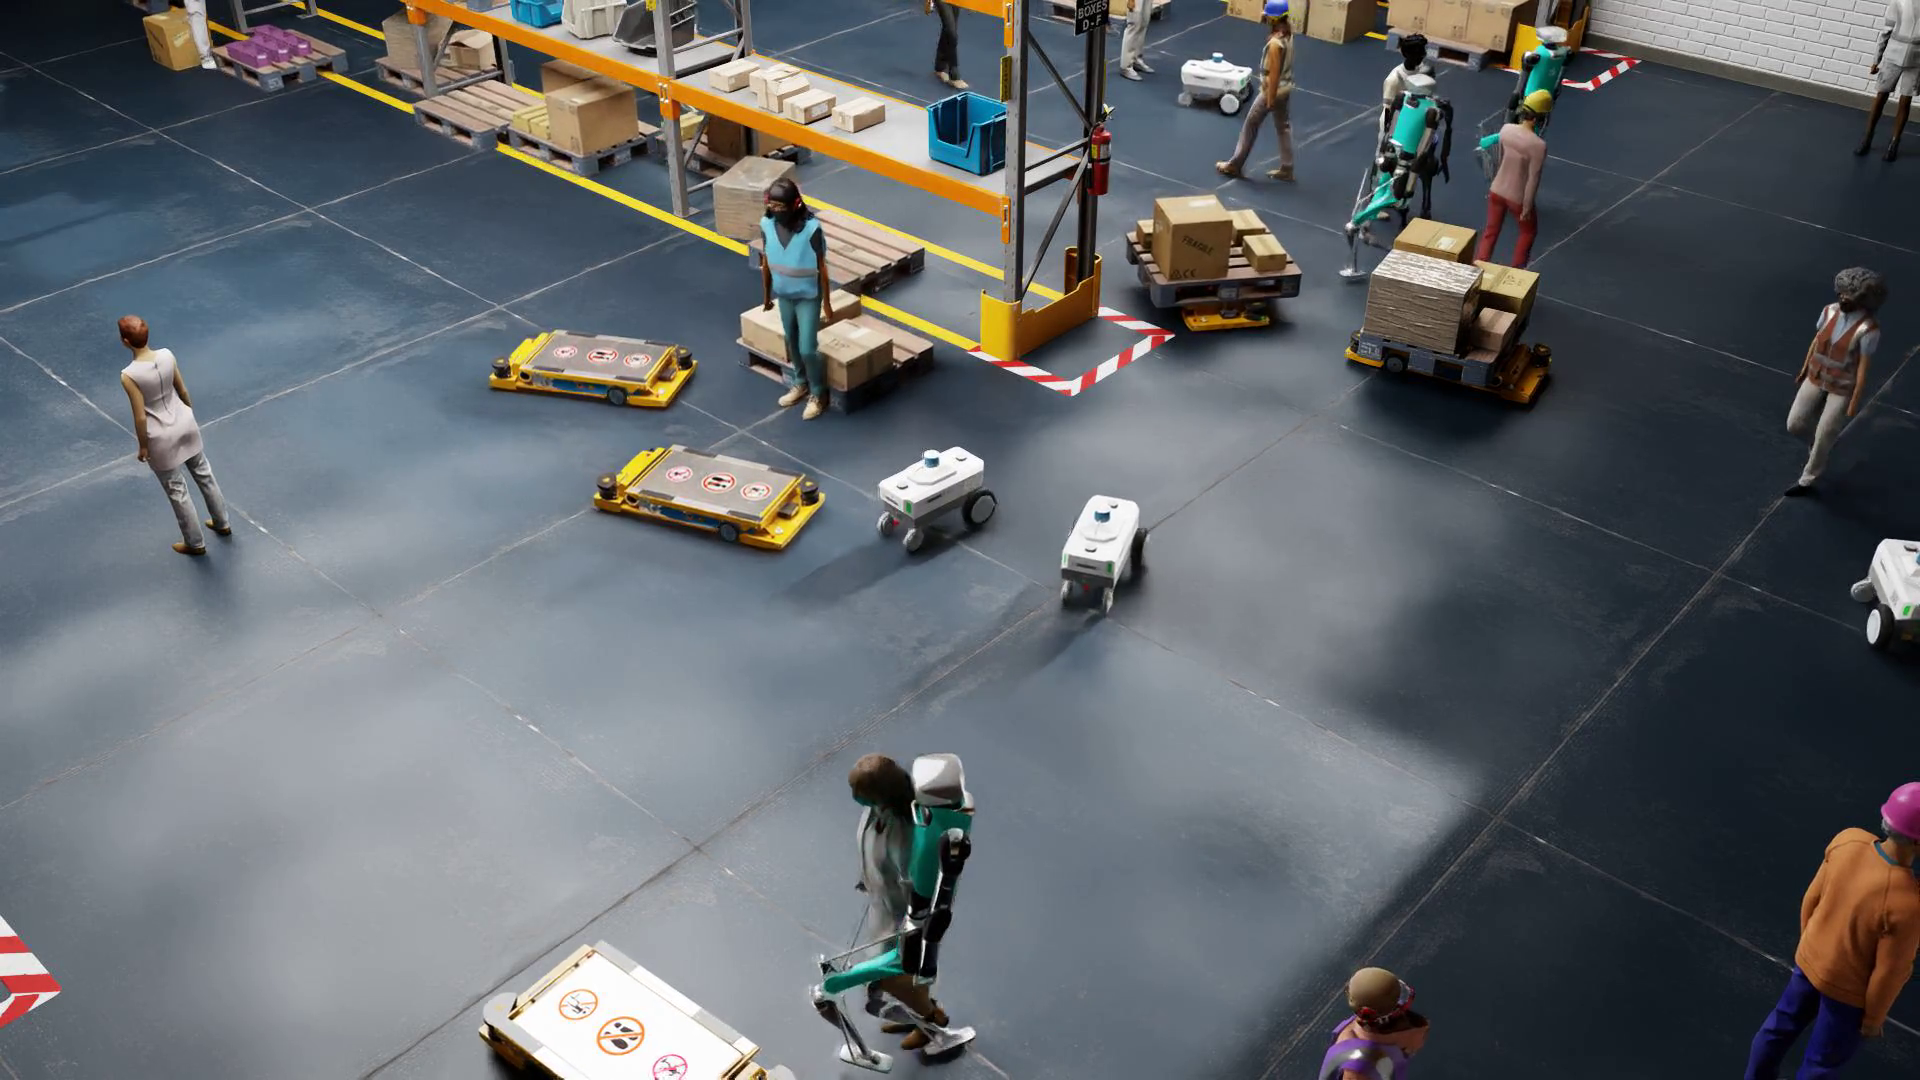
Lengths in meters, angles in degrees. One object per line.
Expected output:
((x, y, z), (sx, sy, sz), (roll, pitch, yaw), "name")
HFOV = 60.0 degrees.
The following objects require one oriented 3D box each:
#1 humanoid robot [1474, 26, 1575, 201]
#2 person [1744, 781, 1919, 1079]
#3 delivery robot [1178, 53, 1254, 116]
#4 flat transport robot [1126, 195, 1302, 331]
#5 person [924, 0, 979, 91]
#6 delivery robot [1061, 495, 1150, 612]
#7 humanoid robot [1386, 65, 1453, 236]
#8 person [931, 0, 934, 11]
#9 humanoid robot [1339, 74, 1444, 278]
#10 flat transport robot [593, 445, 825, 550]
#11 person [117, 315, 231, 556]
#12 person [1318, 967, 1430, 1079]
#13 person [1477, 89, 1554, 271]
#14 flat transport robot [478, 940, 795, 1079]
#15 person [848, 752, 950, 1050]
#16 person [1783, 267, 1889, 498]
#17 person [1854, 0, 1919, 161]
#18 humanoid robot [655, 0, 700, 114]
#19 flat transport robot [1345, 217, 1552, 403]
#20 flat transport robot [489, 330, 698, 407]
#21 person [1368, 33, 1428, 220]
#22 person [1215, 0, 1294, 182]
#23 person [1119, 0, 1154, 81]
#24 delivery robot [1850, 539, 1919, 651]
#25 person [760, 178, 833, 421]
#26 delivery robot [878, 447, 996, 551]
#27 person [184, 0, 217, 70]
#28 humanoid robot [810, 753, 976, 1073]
((5.004, -3.775, 15.080), (0.543, 1.879, 0.765), (-16, 38, -21), "humanoid robot")
((3.601, 1.752, 6.766), (0.391, 1.982, 0.505), (-7, 35, -10), "person")
((2.713, -4.828, 17.542), (0.762, 0.582, 0.499), (14, 37, 20), "delivery robot")
((2.058, -2.160, 13.939), (0.659, 0.231, 1.431), (-6, 35, -8), "flat transport robot")
((-0.037, -5.734, 17.752), (0.759, 1.816, 0.520), (29, 44, 35), "person")
((0.892, 0.037, 10.507), (0.499, 0.596, 0.787), (11, 36, 16), "delivery robot")
((3.943, -3.298, 14.383), (0.609, 1.624, 0.748), (10, 36, 14), "humanoid robot")
((-0.241, -7.307, 20.079), (0.485, 1.765, 0.325), (-11, 36, -15), "person")
((3.461, -2.961, 13.803), (0.944, 1.720, 0.532), (-13, 37, -18), "humanoid robot")
((-1.699, -0.312, 11.262), (1.431, 0.231, 0.659), (13, 37, 18), "flat transport robot")
((-5.021, -0.664, 10.544), (0.279, 1.659, 0.449), (15, 37, 20), "person")
((1.501, 2.234, 6.319), (0.340, 1.692, 0.492), (19, 39, 25), "person")
((4.604, -2.851, 13.645), (0.697, 1.745, 0.528), (-21, 40, -27), "person")
((-1.441, 2.325, 7.442), (1.431, 0.231, 0.659), (24, 41, 30), "flat transport robot")
((-0.278, 1.585, 7.292), (0.381, 1.642, 0.523), (-10, 36, -14), "person")
((5.838, -1.058, 11.100), (0.458, 1.668, 0.480), (-17, 38, -24), "person")
((9.125, -4.636, 16.073), (0.549, 1.926, 0.379), (20, 39, 26), "person")
((-3.120, -5.393, 17.357), (0.971, 1.769, 0.533), (27, 43, 33), "humanoid robot")
((3.788, -1.442, 12.899), (1.431, 0.231, 0.659), (18, 39, 25), "flat transport robot")
((-2.800, -1.318, 12.720), (1.431, 0.231, 0.659), (8, 35, 11), "flat transport robot")
((3.953, -3.721, 14.950), (0.528, 1.688, 0.321), (-28, 43, -34), "person")
((2.859, -4.245, 15.662), (0.847, 1.744, 0.487), (17, 38, 23), "person")
((1.932, -5.971, 18.037), (0.396, 1.892, 0.552), (21, 40, 28), "person")
((5.764, 0.337, 10.070), (0.528, 0.594, 0.766), (7, 35, 10), "delivery robot")
((-1.164, -1.733, 11.941), (0.569, 1.849, 0.453), (14, 37, 20), "person")
((-0.167, -0.319, 11.032), (0.801, 0.608, 0.499), (-27, 43, -33), "delivery robot")
((-8.449, -6.164, 18.306), (0.411, 1.902, 0.637), (-15, 37, -21), "person")
((-0.346, 1.662, 7.097), (0.942, 1.734, 0.542), (-6, 35, -8), "humanoid robot")
